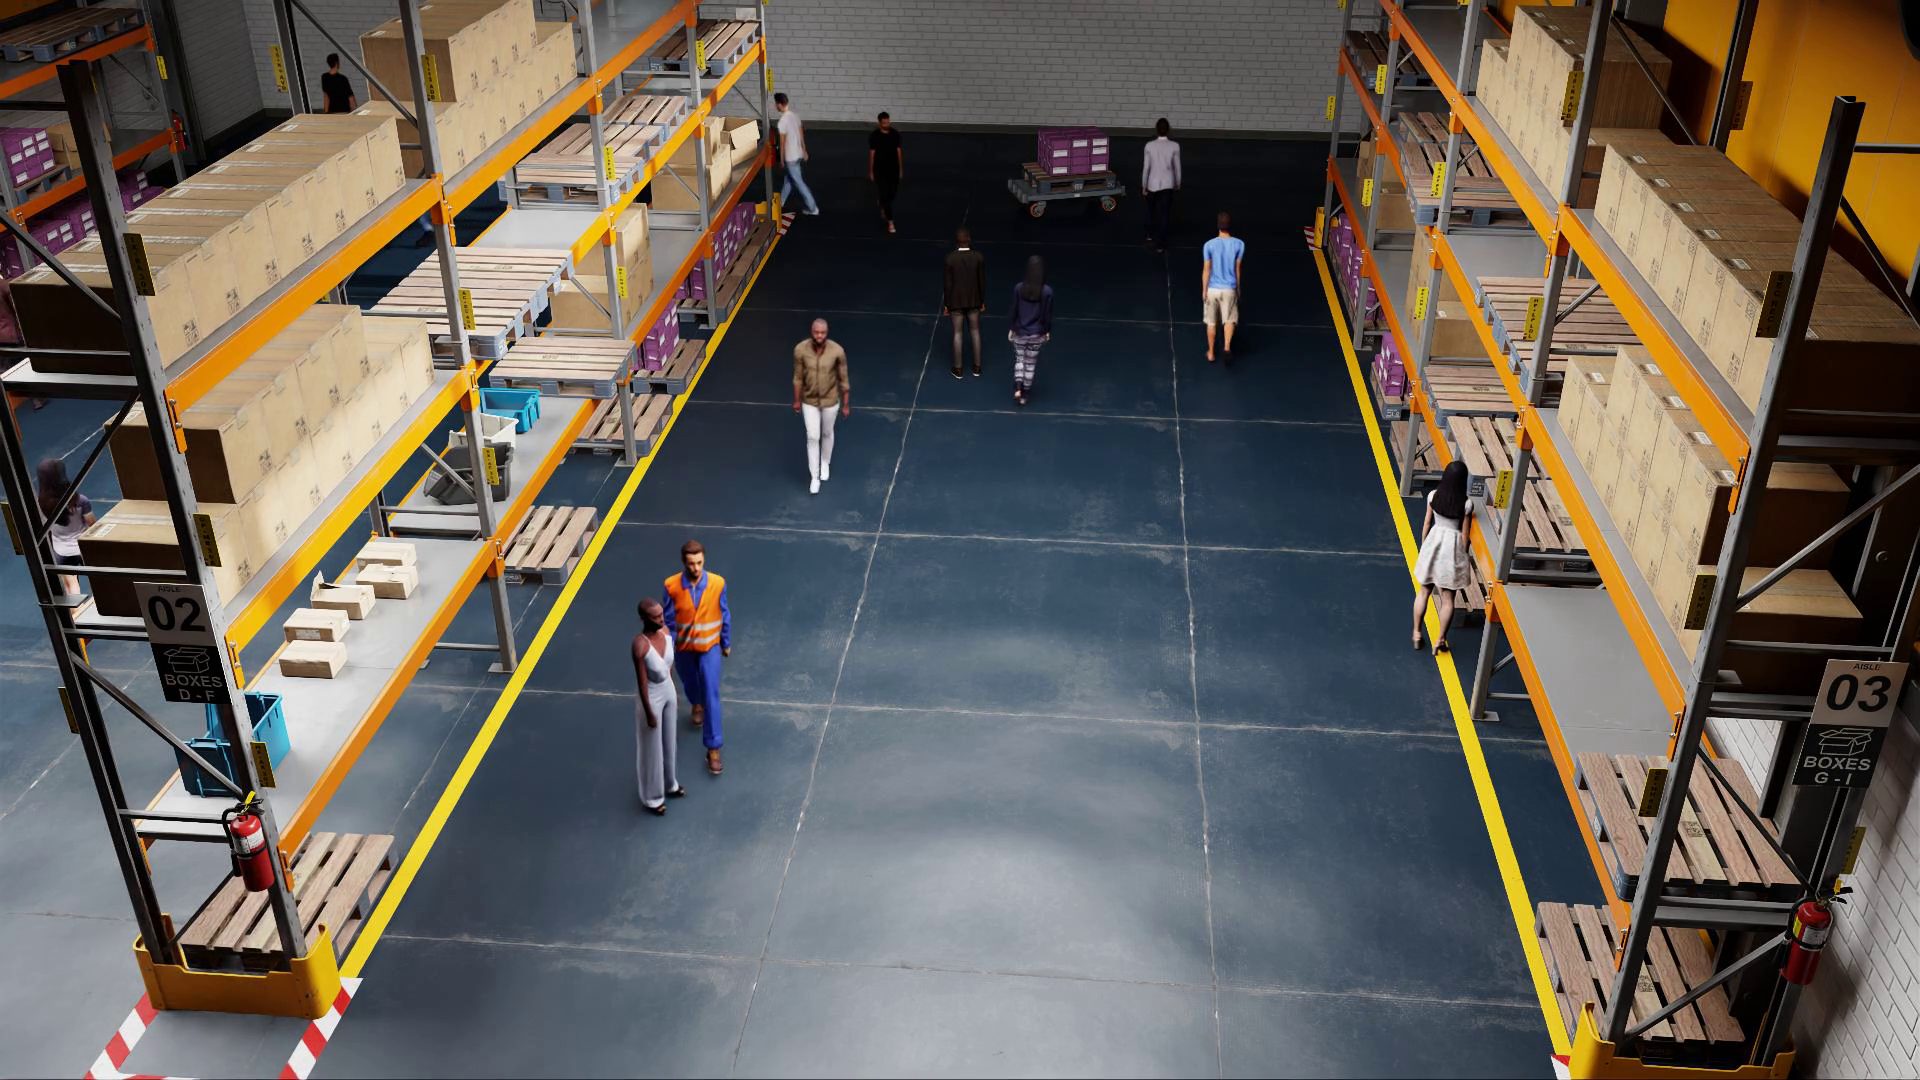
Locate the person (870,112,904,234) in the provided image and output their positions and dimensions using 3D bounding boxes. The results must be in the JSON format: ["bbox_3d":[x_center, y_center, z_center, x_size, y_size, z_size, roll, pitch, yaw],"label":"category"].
[{"bbox_3d":[-1.110,-5.416,24.355,0.967,1.726,1.159,-12,31,-20],"label":"person"}]

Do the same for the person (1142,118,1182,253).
[{"bbox_3d":[2.828,-4.959,23.419,0.731,1.820,0.985,5,29,9],"label":"person"}]

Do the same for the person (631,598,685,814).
[{"bbox_3d":[-2.236,1.195,12.177,0.691,1.782,0.558,12,31,20],"label":"person"}]

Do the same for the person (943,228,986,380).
[{"bbox_3d":[0.061,-2.765,19.418,0.722,1.801,0.673,-6,29,-10],"label":"person"}]

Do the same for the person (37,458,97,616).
[{"bbox_3d":[-7.611,0.080,14.300,0.650,1.707,0.608,-5,29,-10],"label":"person"}]

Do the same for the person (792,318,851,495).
[{"bbox_3d":[-1.425,-1.451,17.005,0.829,1.804,0.979,-1,29,-3],"label":"person"}]

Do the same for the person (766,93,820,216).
[{"bbox_3d":[-2.418,-5.688,24.790,1.044,1.788,1.234,13,31,23],"label":"person"}]

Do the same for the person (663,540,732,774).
[{"bbox_3d":[-2.053,0.802,12.852,0.897,1.826,1.277,-5,29,-9],"label":"person"}]

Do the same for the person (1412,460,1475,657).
[{"bbox_3d":[4.104,0.146,14.113,0.777,1.769,0.802,19,34,31],"label":"person"}]

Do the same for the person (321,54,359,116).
[{"bbox_3d":[-10.110,-6.900,26.975,0.783,1.822,1.079,7,29,13],"label":"person"}]

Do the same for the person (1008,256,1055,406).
[{"bbox_3d":[0.776,-2.301,18.666,0.649,1.706,0.605,2,29,3],"label":"person"}]

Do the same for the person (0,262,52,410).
[{"bbox_3d":[-10.600,-2.244,18.424,0.721,1.838,0.998,4,29,8],"label":"person"}]

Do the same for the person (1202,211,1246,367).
[{"bbox_3d":[3.112,-2.934,19.676,0.645,1.850,0.906,3,29,5],"label":"person"}]
